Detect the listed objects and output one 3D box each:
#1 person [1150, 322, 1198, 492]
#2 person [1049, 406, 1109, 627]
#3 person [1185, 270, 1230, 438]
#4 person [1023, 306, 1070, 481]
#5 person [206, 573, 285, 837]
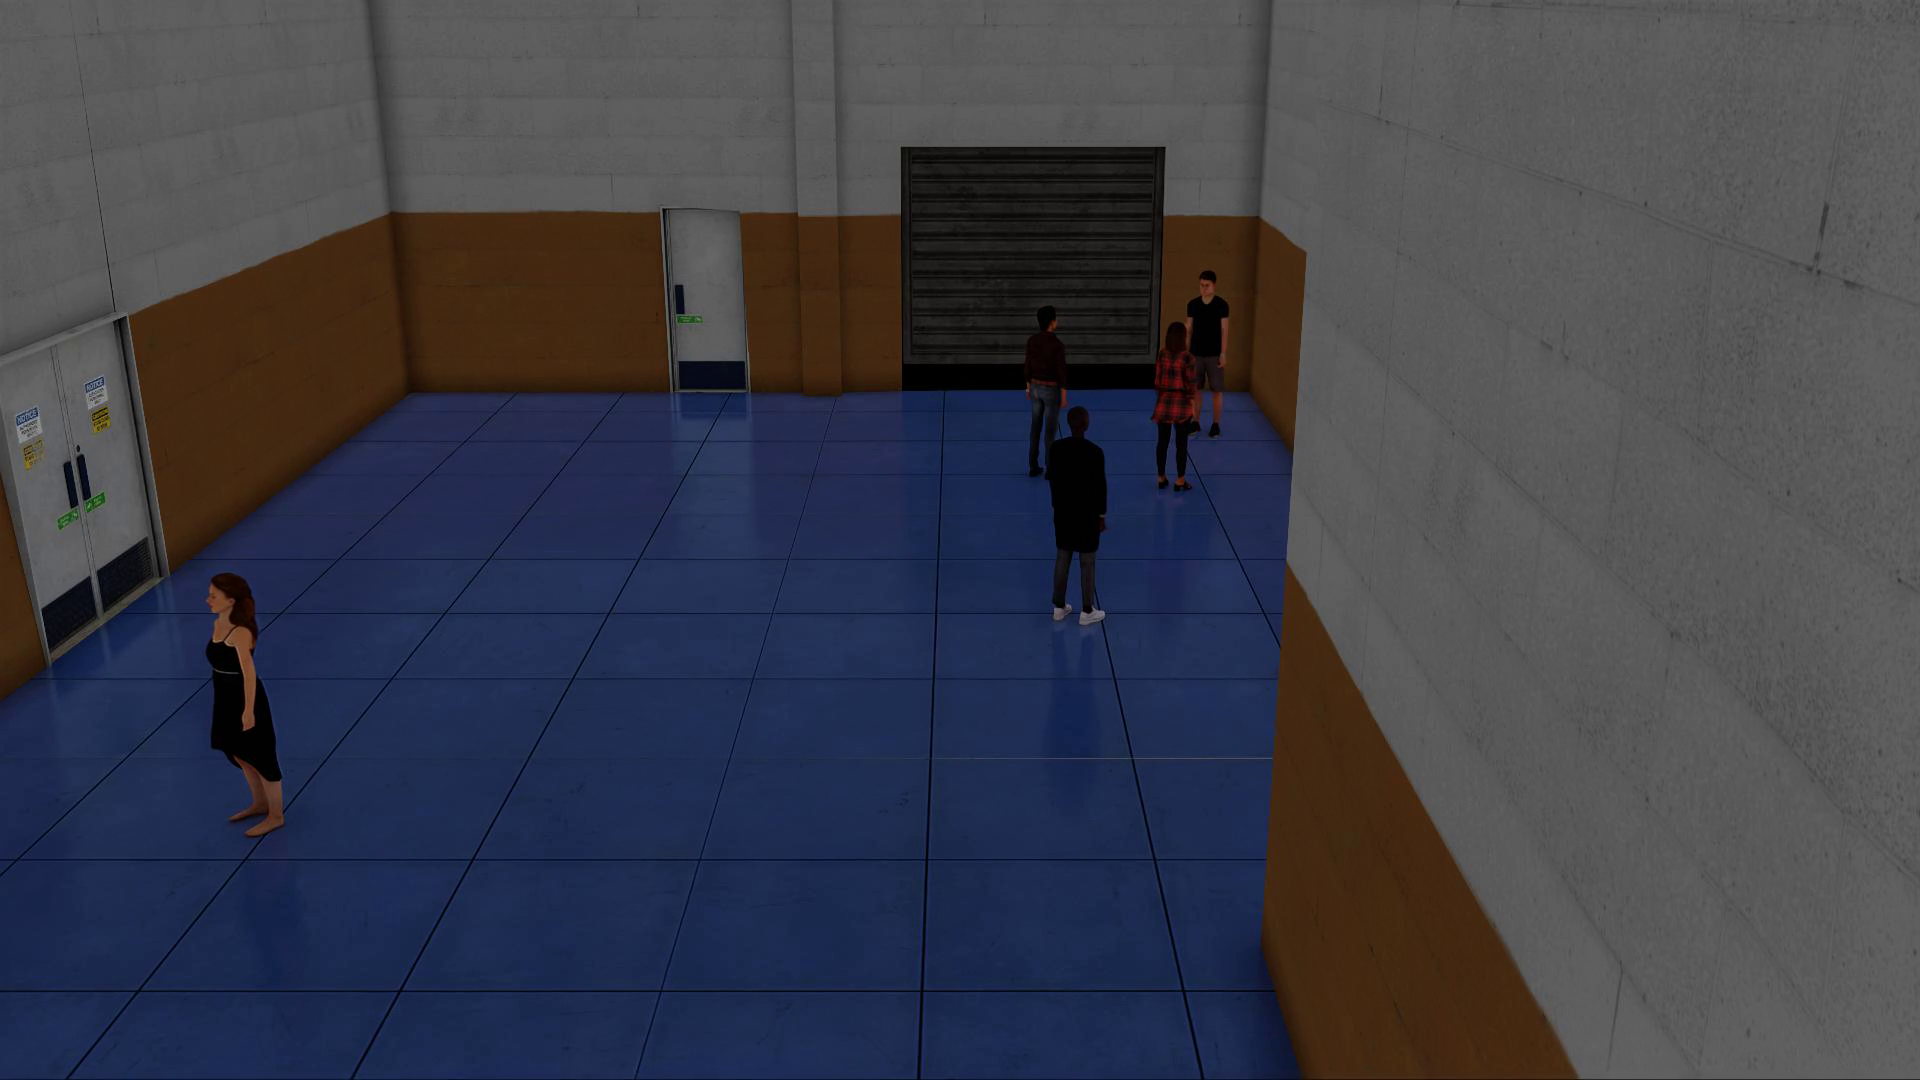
[{"bbox_3d":[2.135,-1.336,16.584,0.678,1.703,0.761,14,23,35],"label":"person"},{"bbox_3d":[0.916,-0.200,13.121,0.668,1.762,0.784,11,21,29],"label":"person"},{"bbox_3d":[2.774,-2.091,18.575,0.685,1.861,0.803,9,21,25],"label":"person"},{"bbox_3d":[0.867,-1.506,16.966,0.679,1.780,0.778,14,23,35],"label":"person"},{"bbox_3d":[-4.254,0.965,9.882,0.736,1.624,0.682,-16,24,-39],"label":"person"}]
